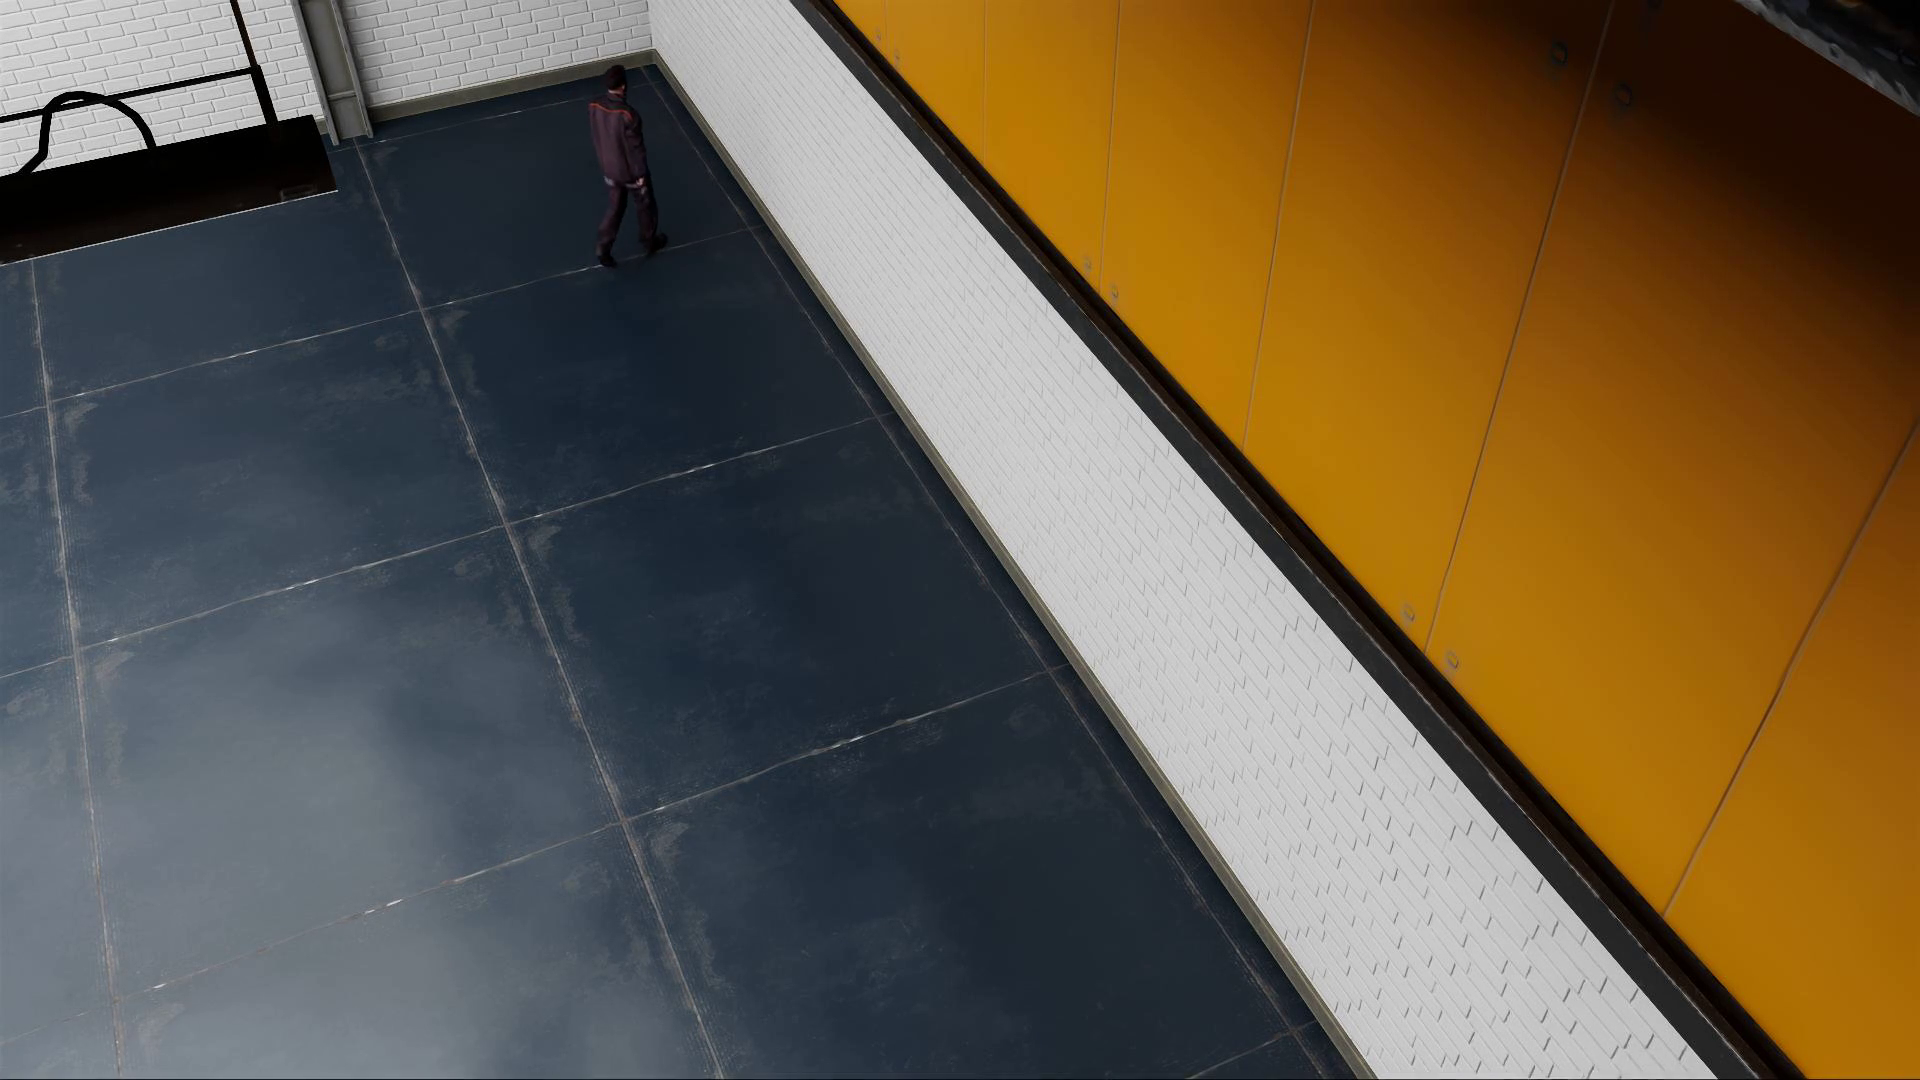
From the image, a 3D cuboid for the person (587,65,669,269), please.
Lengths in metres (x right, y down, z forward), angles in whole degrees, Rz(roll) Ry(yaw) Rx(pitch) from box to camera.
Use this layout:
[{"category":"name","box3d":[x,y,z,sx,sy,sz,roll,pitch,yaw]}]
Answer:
[{"category":"person","box3d":[-2.940,-3.170,14.257,1.087,1.832,1.192,19,47,19]}]
